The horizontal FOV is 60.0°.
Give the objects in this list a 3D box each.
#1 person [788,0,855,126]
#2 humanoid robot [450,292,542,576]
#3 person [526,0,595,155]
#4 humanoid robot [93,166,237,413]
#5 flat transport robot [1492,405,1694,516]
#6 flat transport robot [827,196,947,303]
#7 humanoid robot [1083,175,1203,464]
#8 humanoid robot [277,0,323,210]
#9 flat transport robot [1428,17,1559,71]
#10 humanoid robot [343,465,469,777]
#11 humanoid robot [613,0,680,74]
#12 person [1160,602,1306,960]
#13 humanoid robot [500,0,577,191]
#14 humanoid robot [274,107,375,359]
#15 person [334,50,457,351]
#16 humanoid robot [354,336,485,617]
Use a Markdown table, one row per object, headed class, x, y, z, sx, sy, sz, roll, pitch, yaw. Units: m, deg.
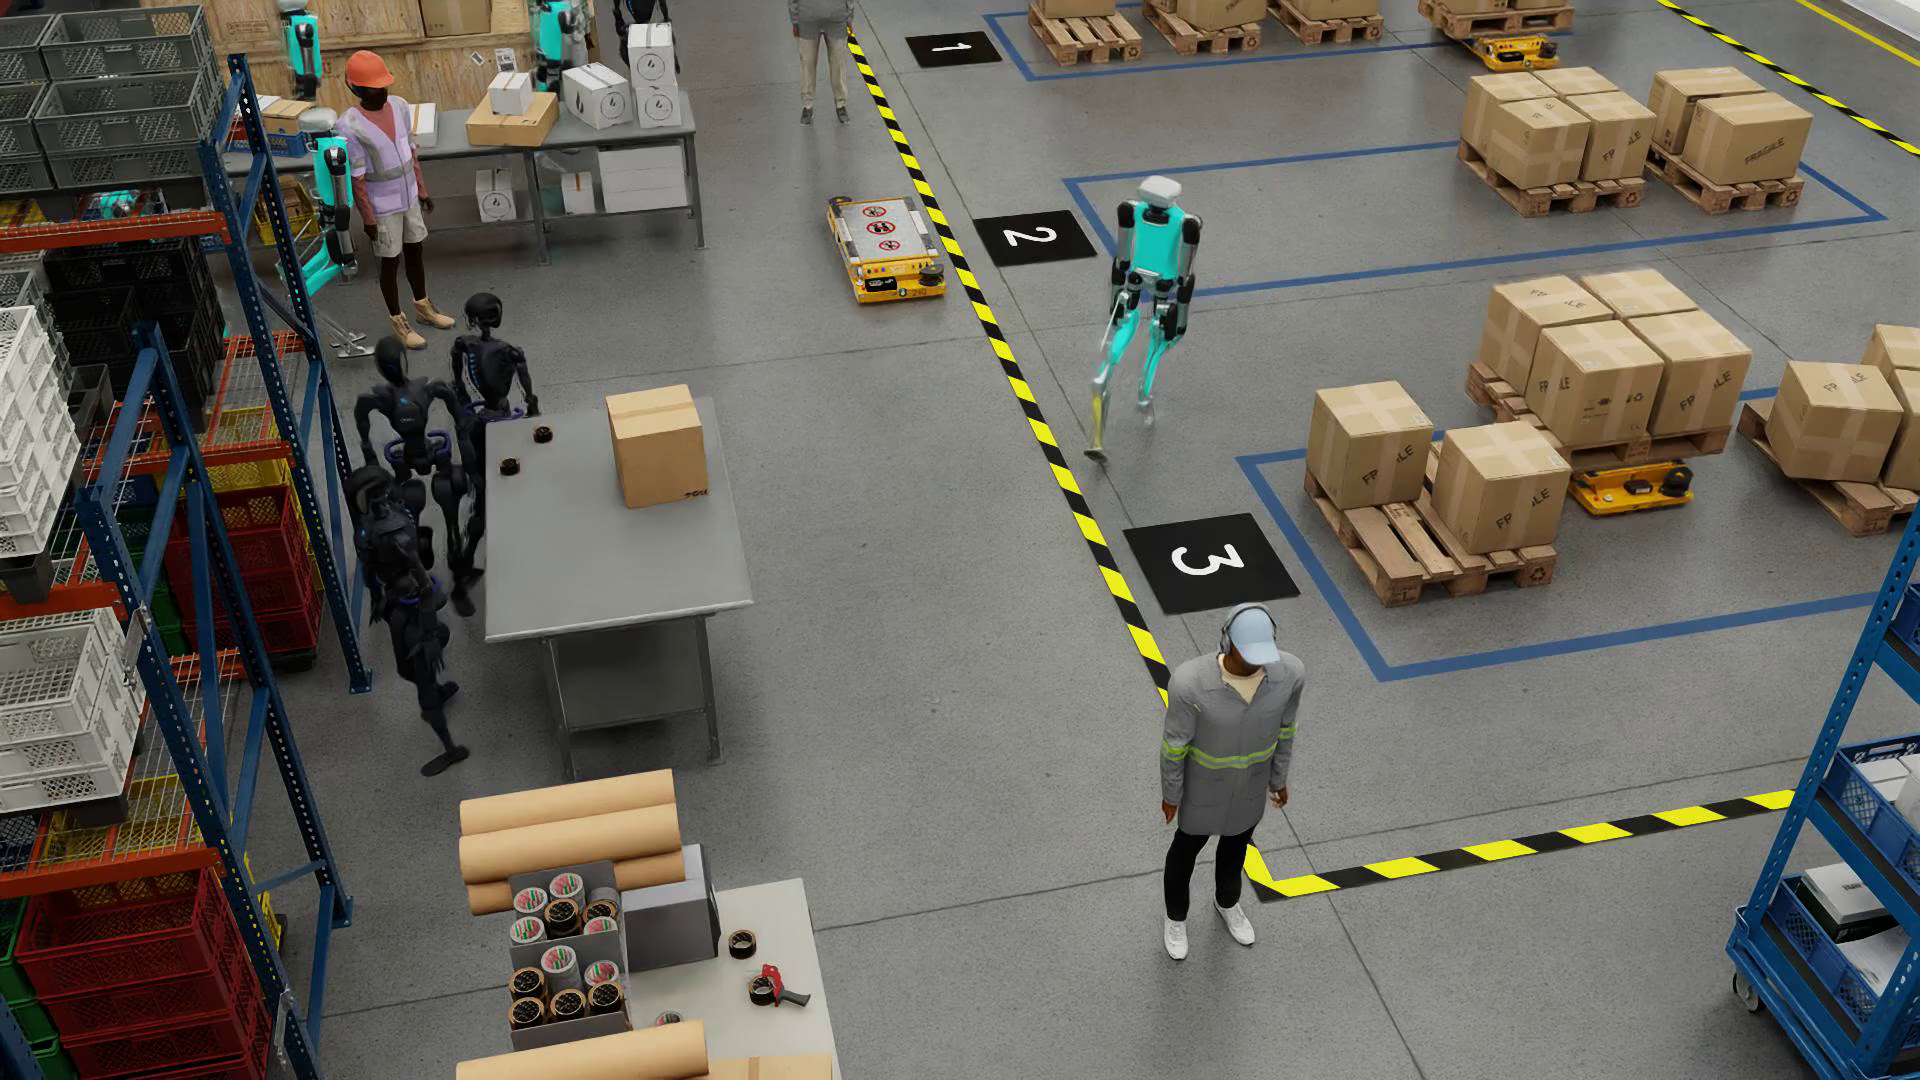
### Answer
| class | x | y | z | sx | sy | sz | roll | pitch | yaw |
| --- | --- | --- | --- | --- | --- | --- | --- | --- | --- |
| person | -1.179 | -4.437 | 14.263 | 0.565 | 1.761 | 0.407 | -3 | 37 | -4 |
| humanoid robot | -2.588 | -0.555 | 9.189 | 0.600 | 1.630 | 0.809 | 16 | 39 | 20 |
| person | -3.280 | -4.176 | 13.770 | 0.413 | 1.939 | 0.603 | 25 | 43 | 30 |
| humanoid robot | -4.882 | -1.619 | 10.435 | 0.686 | 1.727 | 0.530 | -24 | 43 | -29 |
| flat transport robot | 3.921 | -0.666 | 10.426 | 0.652 | 0.197 | 1.431 | -8 | 37 | -10 |
| flat transport robot | -0.570 | -2.220 | 12.538 | 0.659 | 0.231 | 1.431 | -8 | 37 | -10 |
| humanoid robot | 1.025 | -1.228 | 10.036 | 0.531 | 1.787 | 1.047 | 19 | 41 | 23 |
| humanoid robot | -5.148 | -3.257 | 12.753 | 0.753 | 1.842 | 0.539 | -13 | 39 | -17 |
| flat transport robot | 5.175 | -4.926 | 16.152 | 0.652 | 0.197 | 1.431 | -8 | 37 | -10 |
| humanoid robot | -2.635 | 0.332 | 7.943 | 0.614 | 1.628 | 0.465 | 30 | 46 | 34 |
| humanoid robot | -2.643 | -4.135 | 13.928 | 0.600 | 1.653 | 0.338 | 16 | 40 | 21 |
| person | 1.105 | 1.000 | 6.883 | 0.587 | 1.853 | 0.374 | -8 | 37 | -11 |
| humanoid robot | -3.435 | -3.474 | 13.016 | 0.986 | 1.762 | 0.550 | -14 | 39 | -18 |
| humanoid robot | -4.237 | -1.963 | 10.849 | 0.735 | 1.677 | 0.533 | -17 | 40 | -21 |
| person | -3.778 | -2.273 | 11.124 | 0.368 | 2.044 | 0.606 | 17 | 40 | 21 |
| humanoid robot | -2.854 | -0.382 | 8.896 | 0.590 | 1.643 | 0.567 | -13 | 38 | -16 |
